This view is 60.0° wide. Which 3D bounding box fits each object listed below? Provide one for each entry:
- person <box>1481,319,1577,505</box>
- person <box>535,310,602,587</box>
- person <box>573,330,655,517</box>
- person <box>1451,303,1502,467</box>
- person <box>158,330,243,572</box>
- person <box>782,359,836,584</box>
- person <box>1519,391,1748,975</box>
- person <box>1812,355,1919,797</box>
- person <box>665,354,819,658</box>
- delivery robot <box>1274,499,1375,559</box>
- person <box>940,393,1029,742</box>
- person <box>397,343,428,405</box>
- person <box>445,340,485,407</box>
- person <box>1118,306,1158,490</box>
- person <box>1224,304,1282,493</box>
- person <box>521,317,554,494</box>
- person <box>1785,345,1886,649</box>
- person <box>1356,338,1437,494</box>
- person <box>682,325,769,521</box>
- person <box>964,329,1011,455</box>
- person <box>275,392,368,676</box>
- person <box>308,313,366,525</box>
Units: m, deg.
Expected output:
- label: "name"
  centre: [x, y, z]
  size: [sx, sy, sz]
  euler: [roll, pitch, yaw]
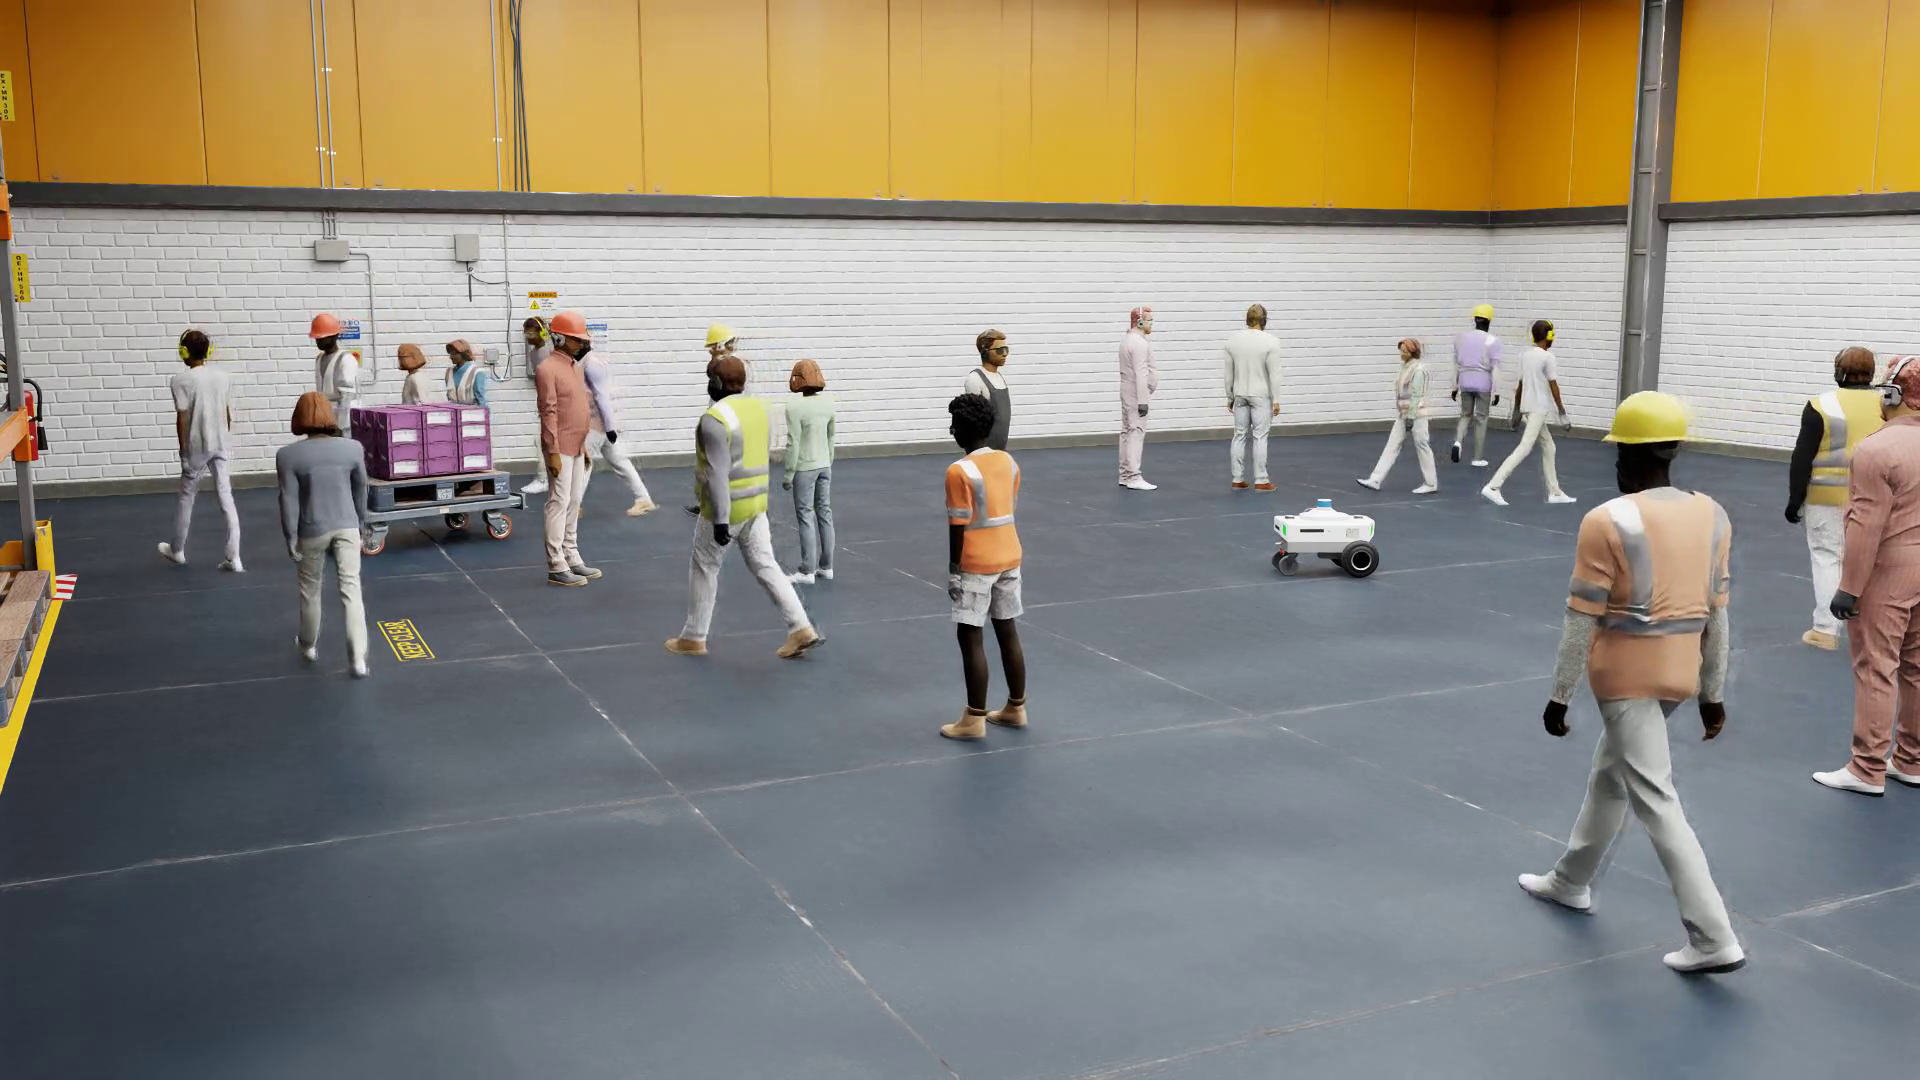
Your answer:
- label: "person"
  centre: [5.559, -1.235, 16.181]
  size: [0.988, 1.819, 0.551]
  euler: [-1, 9, -5]
- label: "person"
  centre: [-2.846, -0.665, 12.078]
  size: [0.388, 1.987, 0.608]
  euler: [1, 9, 8]
- label: "person"
  centre: [-3.296, -1.064, 15.279]
  size: [0.988, 1.779, 0.628]
  euler: [-2, 9, -11]
- label: "person"
  centre: [5.973, -1.788, 19.284]
  size: [0.604, 1.907, 0.492]
  euler: [8, 12, 41]
- label: "person"
  centre: [-5.794, -0.679, 12.685]
  size: [0.964, 1.823, 0.513]
  euler: [7, 12, 38]
- label: "person"
  centre: [-1.101, -0.498, 12.133]
  size: [0.282, 1.633, 0.500]
  euler: [7, 11, 35]
- label: "person"
  centre: [2.282, 0.449, 5.523]
  size: [0.594, 1.881, 1.012]
  euler: [-5, 10, -27]
- label: "person"
  centre: [4.039, 0.159, 7.218]
  size: [0.639, 1.908, 0.409]
  euler: [-4, 10, -23]
- label: "person"
  centre: [-1.268, -0.187, 9.724]
  size: [0.953, 1.802, 0.623]
  euler: [5, 10, 26]
- label: "delivery robot"
  centre: [2.729, -0.065, 12.493]
  size: [0.707, 0.478, 0.477]
  euler: [0, 9, 0]
- label: "person"
  centre: [0.111, 0.127, 8.123]
  size: [0.357, 1.683, 0.528]
  euler: [7, 11, 37]
- label: "person"
  centre: [-5.002, -0.992, 15.262]
  size: [0.366, 1.625, 0.503]
  euler: [-4, 10, -24]
- label: "person"
  centre: [-4.773, -1.107, 15.961]
  size: [0.525, 1.608, 0.724]
  euler: [4, 10, 22]
- label: "person"
  centre: [1.872, -1.482, 17.398]
  size: [0.399, 1.908, 0.643]
  euler: [-1, 9, -8]
- label: "person"
  centre: [3.015, -1.453, 17.117]
  size: [0.635, 1.936, 0.354]
  euler: [8, 12, 39]
- label: "person"
  centre: [-4.233, -1.375, 17.039]
  size: [0.852, 1.804, 0.511]
  euler: [-8, 12, -41]
- label: "person"
  centre: [5.289, -0.245, 9.976]
  size: [0.631, 1.831, 0.445]
  euler: [-1, 9, -4]
- label: "person"
  centre: [4.498, -1.243, 16.854]
  size: [0.866, 1.586, 0.535]
  euler: [-1, 9, -7]
- label: "person"
  centre: [-2.144, -1.037, 15.003]
  size: [0.893, 1.772, 0.699]
  euler: [0, 9, 1]
- label: "person"
  centre: [0.219, -0.626, 12.273]
  size: [0.344, 1.847, 0.504]
  euler: [4, 10, 26]
- label: "person"
  centre: [-3.605, -0.041, 9.446]
  size: [0.514, 1.588, 0.875]
  euler: [-6, 11, -34]
- label: "person"
  centre: [-5.530, -1.024, 14.580]
  size: [0.539, 1.905, 0.640]
  euler: [6, 11, 32]
